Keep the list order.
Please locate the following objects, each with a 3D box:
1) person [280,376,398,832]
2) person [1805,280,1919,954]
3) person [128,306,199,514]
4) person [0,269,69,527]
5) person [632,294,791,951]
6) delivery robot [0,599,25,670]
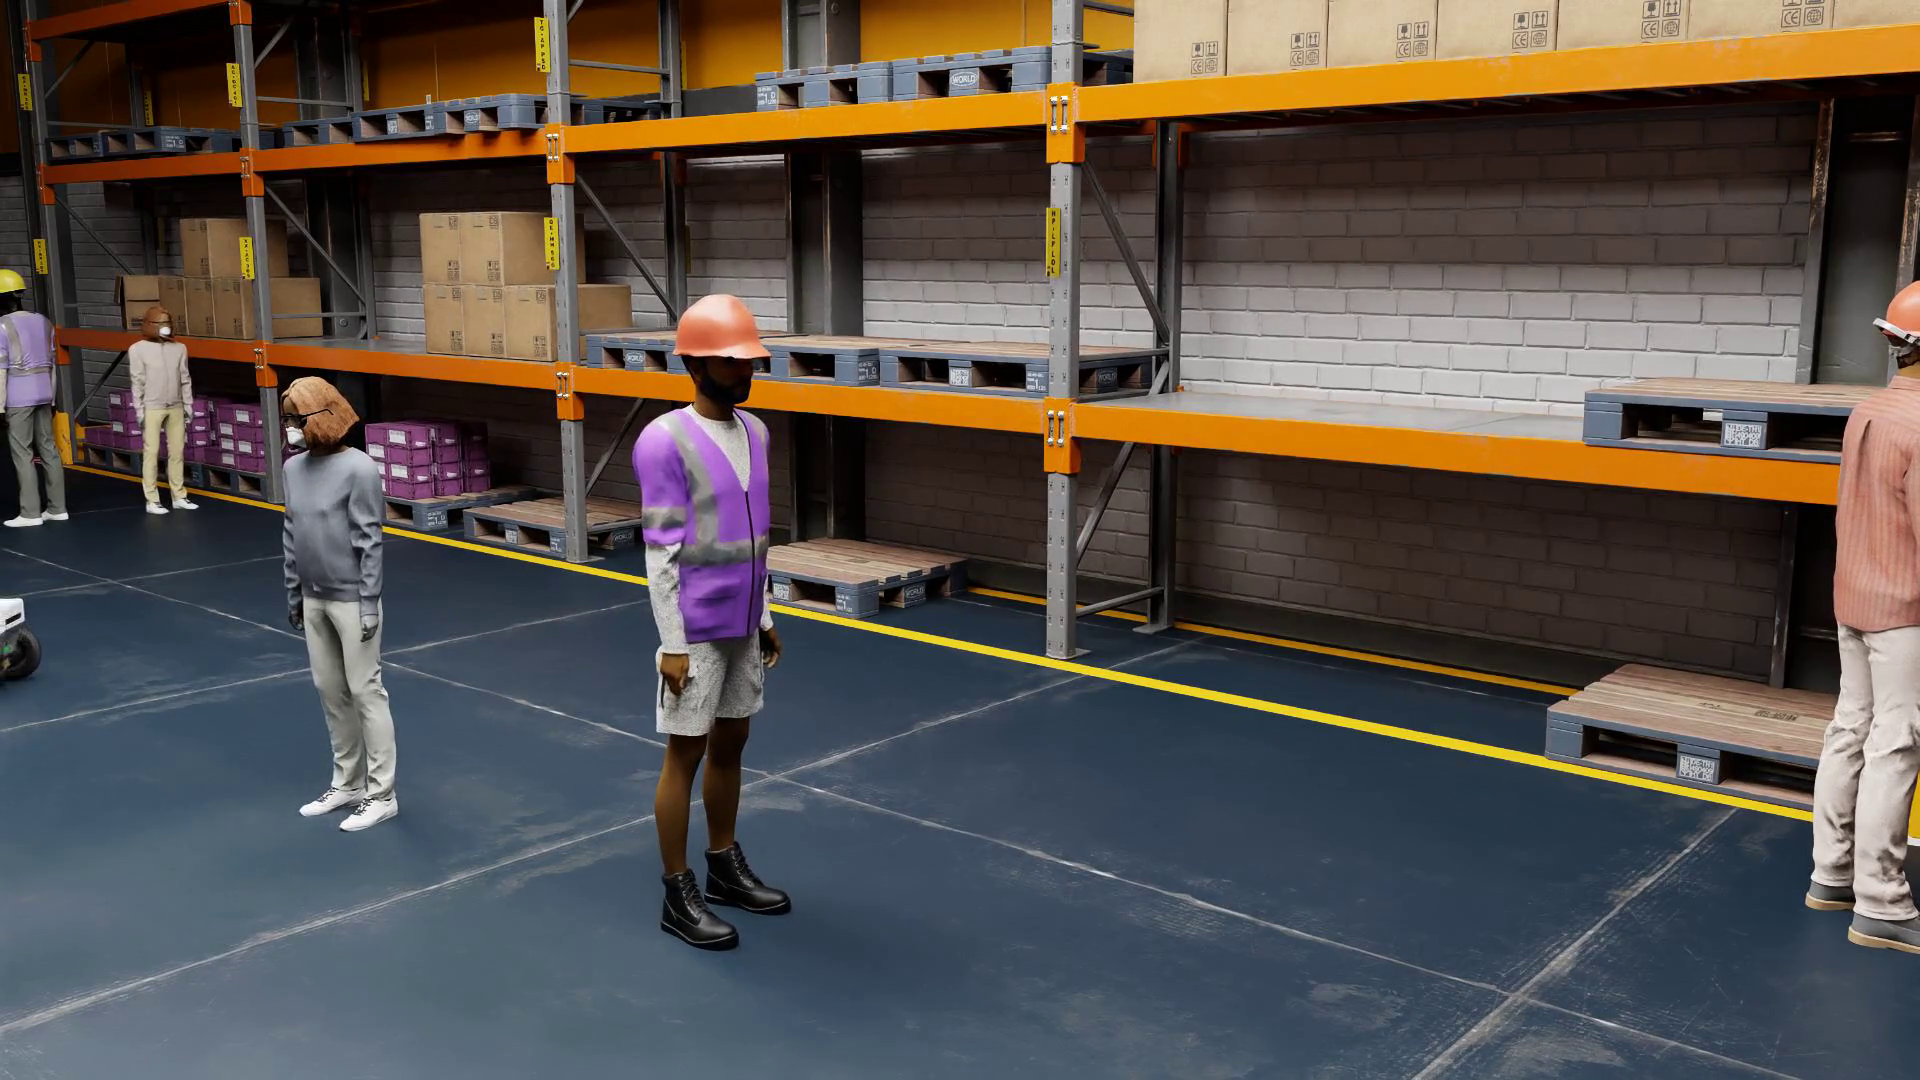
[{"bbox_3d":[-2.261,0.224,5.998,0.504,1.622,0.299,6,12,32],"label":"person"},{"bbox_3d":[2.817,0.217,4.973,0.378,1.995,0.609,1,10,5],"label":"person"},{"bbox_3d":[-6.256,-1.018,13.068,0.280,1.625,0.492,6,12,32],"label":"person"},{"bbox_3d":[-7.010,-1.054,12.442,0.399,1.919,0.592,3,10,14],"label":"person"},{"bbox_3d":[-0.721,0.238,5.016,0.371,1.939,0.543,6,11,30],"label":"person"},{"bbox_3d":[-4.772,0.406,7.731,0.707,0.478,0.477,-1,10,-7],"label":"delivery robot"}]
